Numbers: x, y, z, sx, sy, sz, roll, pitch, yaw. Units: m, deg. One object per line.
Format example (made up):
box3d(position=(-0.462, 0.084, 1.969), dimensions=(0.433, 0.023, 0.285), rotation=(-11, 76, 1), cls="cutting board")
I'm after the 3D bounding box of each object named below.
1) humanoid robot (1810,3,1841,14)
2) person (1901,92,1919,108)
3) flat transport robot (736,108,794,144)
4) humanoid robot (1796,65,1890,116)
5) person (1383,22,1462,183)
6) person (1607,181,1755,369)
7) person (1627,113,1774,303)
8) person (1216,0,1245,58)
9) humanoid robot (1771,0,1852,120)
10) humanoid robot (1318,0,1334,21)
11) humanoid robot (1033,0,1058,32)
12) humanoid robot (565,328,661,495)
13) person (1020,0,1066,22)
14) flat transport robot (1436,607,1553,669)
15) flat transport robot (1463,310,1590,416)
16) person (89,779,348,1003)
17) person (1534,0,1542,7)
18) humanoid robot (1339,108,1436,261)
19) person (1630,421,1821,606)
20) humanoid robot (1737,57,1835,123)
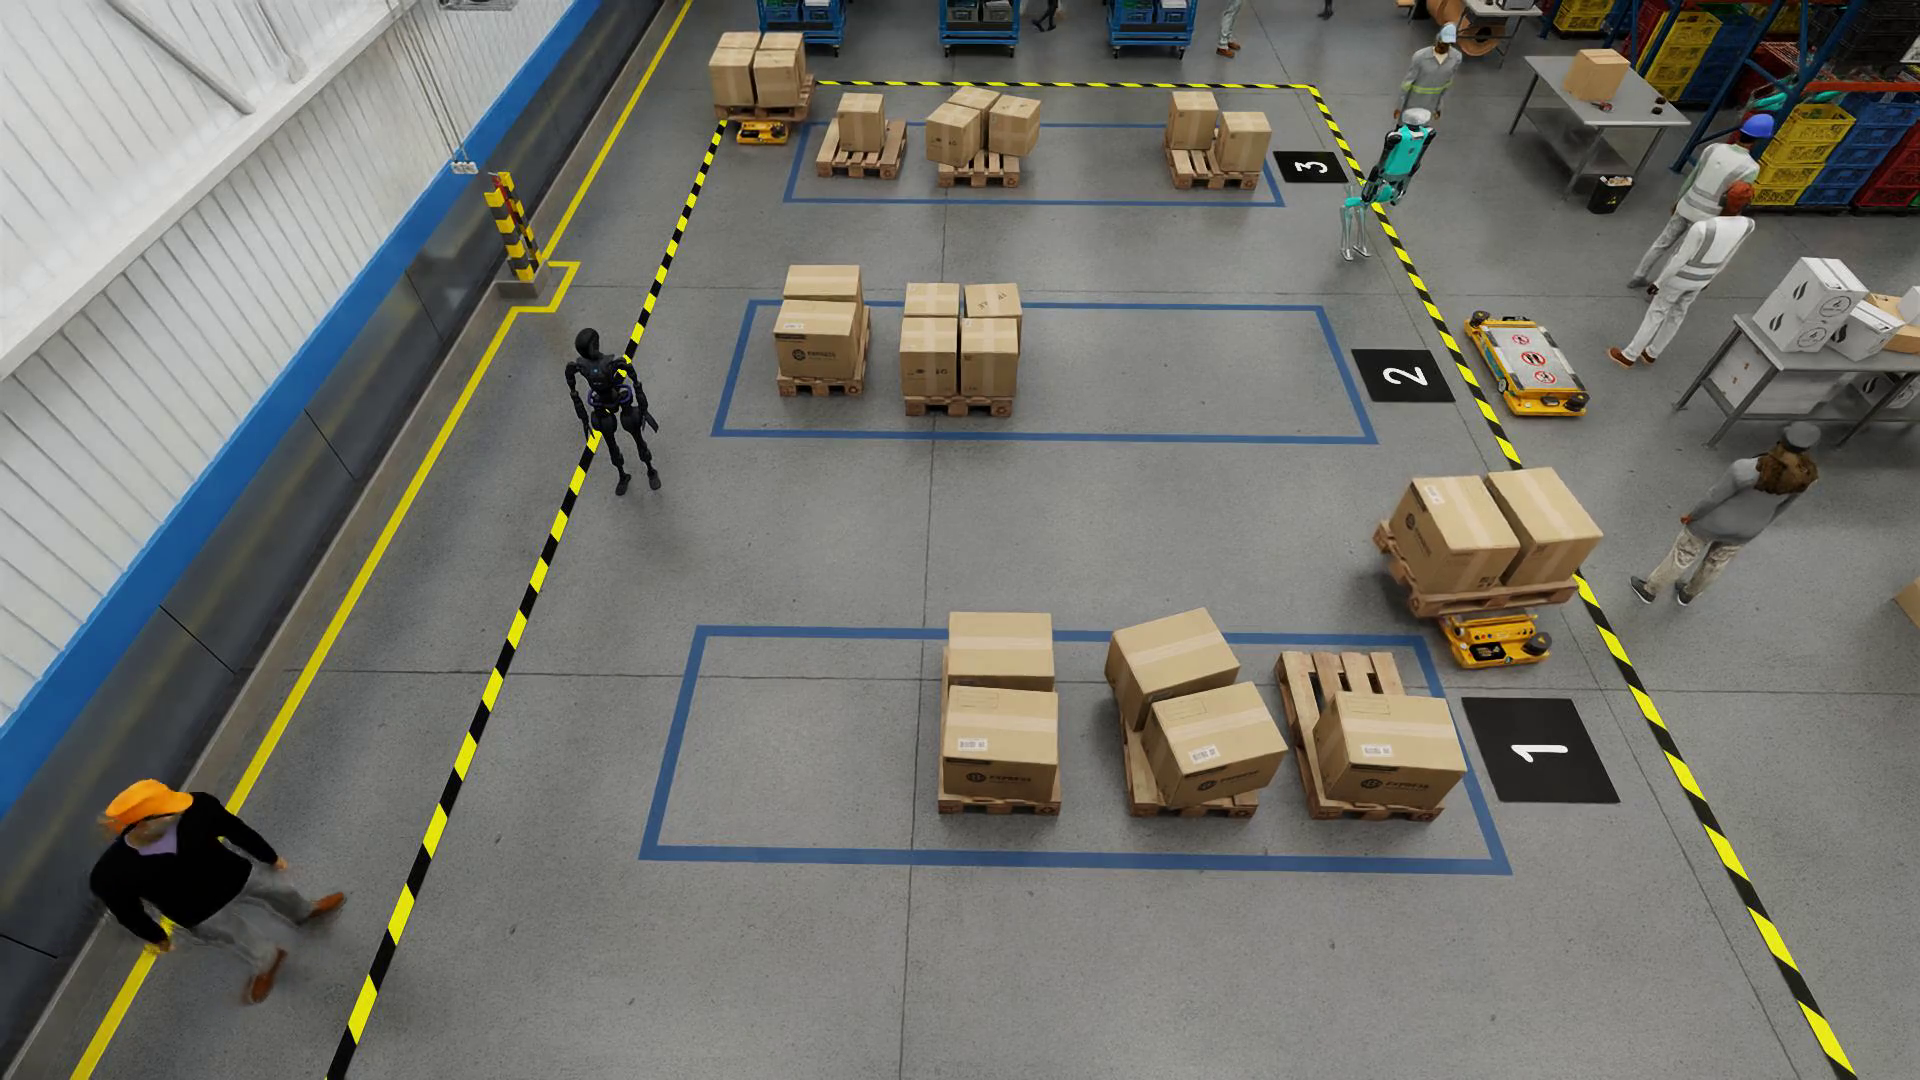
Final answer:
box3d(position=(13.023, -8.148, 13.683), dimensions=(0.588, 1.629, 0.776), rotation=(33, 57, 25), cls="humanoid robot")
box3d(position=(12.836, -6.206, 11.737), dimensions=(0.605, 2.038, 0.377), rotation=(33, 57, 25), cls="person")
box3d(position=(-2.635, -5.876, 12.601), dimensions=(0.652, 0.197, 1.431), rotation=(1, 49, 1), cls="flat transport robot")
box3d(position=(11.065, -5.666, 11.498), dimensions=(0.966, 1.744, 0.531), rotation=(0, 49, 0), cls="humanoid robot")
box3d(position=(5.531, -5.211, 10.997), dimensions=(0.590, 1.851, 0.401), rotation=(-1, 49, 0), cls="person")
box3d(position=(6.773, -2.432, 8.570), dimensions=(0.574, 1.883, 0.355), rotation=(-5, 49, -5), cls="person")
box3d(position=(7.538, -3.345, 9.327), dimensions=(0.413, 1.940, 0.607), rotation=(-11, 50, -9), cls="person")
box3d(position=(4.157, -8.245, 13.566), dimensions=(0.372, 1.939, 0.628), rotation=(24, 53, 19), cls="person")
box3d(position=(11.118, -6.285, 12.012), dimensions=(0.531, 1.796, 0.802), rotation=(10, 50, 8), cls="humanoid robot")
box3d(position=(6.026, -9.206, 14.568), dimensions=(0.364, 1.644, 0.601), rotation=(-21, 52, -17), cls="humanoid robot")
box3d(position=(1.374, -8.790, 14.226), dimensions=(0.493, 1.640, 0.598), rotation=(-24, 53, -20), cls="humanoid robot")
box3d(position=(-2.808, -1.031, 7.487), dimensions=(0.599, 1.653, 0.315), rotation=(-8, 50, -7), cls="humanoid robot")
box3d(position=(1.292, -9.178, 14.479), dimensions=(0.900, 1.797, 0.642), rotation=(0, 49, 0), cls="person")
box3d(position=(3.971, 0.337, 7.223), dimensions=(0.652, 0.197, 1.431), rotation=(-6, 49, -5), cls="flat transport robot")
box3d(position=(5.573, -1.757, 9.054), dimensions=(0.659, 0.231, 1.431), rotation=(1, 49, 1), cls="flat transport robot")
box3d(position=(-3.984, 1.887, 4.866), dimensions=(0.371, 1.844, 0.711), rotation=(20, 52, 17), cls="person")
box3d(position=(9.689, -9.773, 14.874), dimensions=(0.384, 1.964, 0.610), rotation=(-24, 53, -19), cls="person")
box3d(position=(4.456, -3.851, 9.809), dimensions=(0.533, 1.673, 0.735), rotation=(-12, 50, -10), cls="humanoid robot")
box3d(position=(5.586, -0.146, 6.668), dimensions=(0.572, 1.765, 0.399), rotation=(5, 49, 5), cls="person")
box3d(position=(10.198, -5.633, 11.353), dimensions=(0.737, 1.681, 0.532), rotation=(20, 52, 16), cls="humanoid robot")
